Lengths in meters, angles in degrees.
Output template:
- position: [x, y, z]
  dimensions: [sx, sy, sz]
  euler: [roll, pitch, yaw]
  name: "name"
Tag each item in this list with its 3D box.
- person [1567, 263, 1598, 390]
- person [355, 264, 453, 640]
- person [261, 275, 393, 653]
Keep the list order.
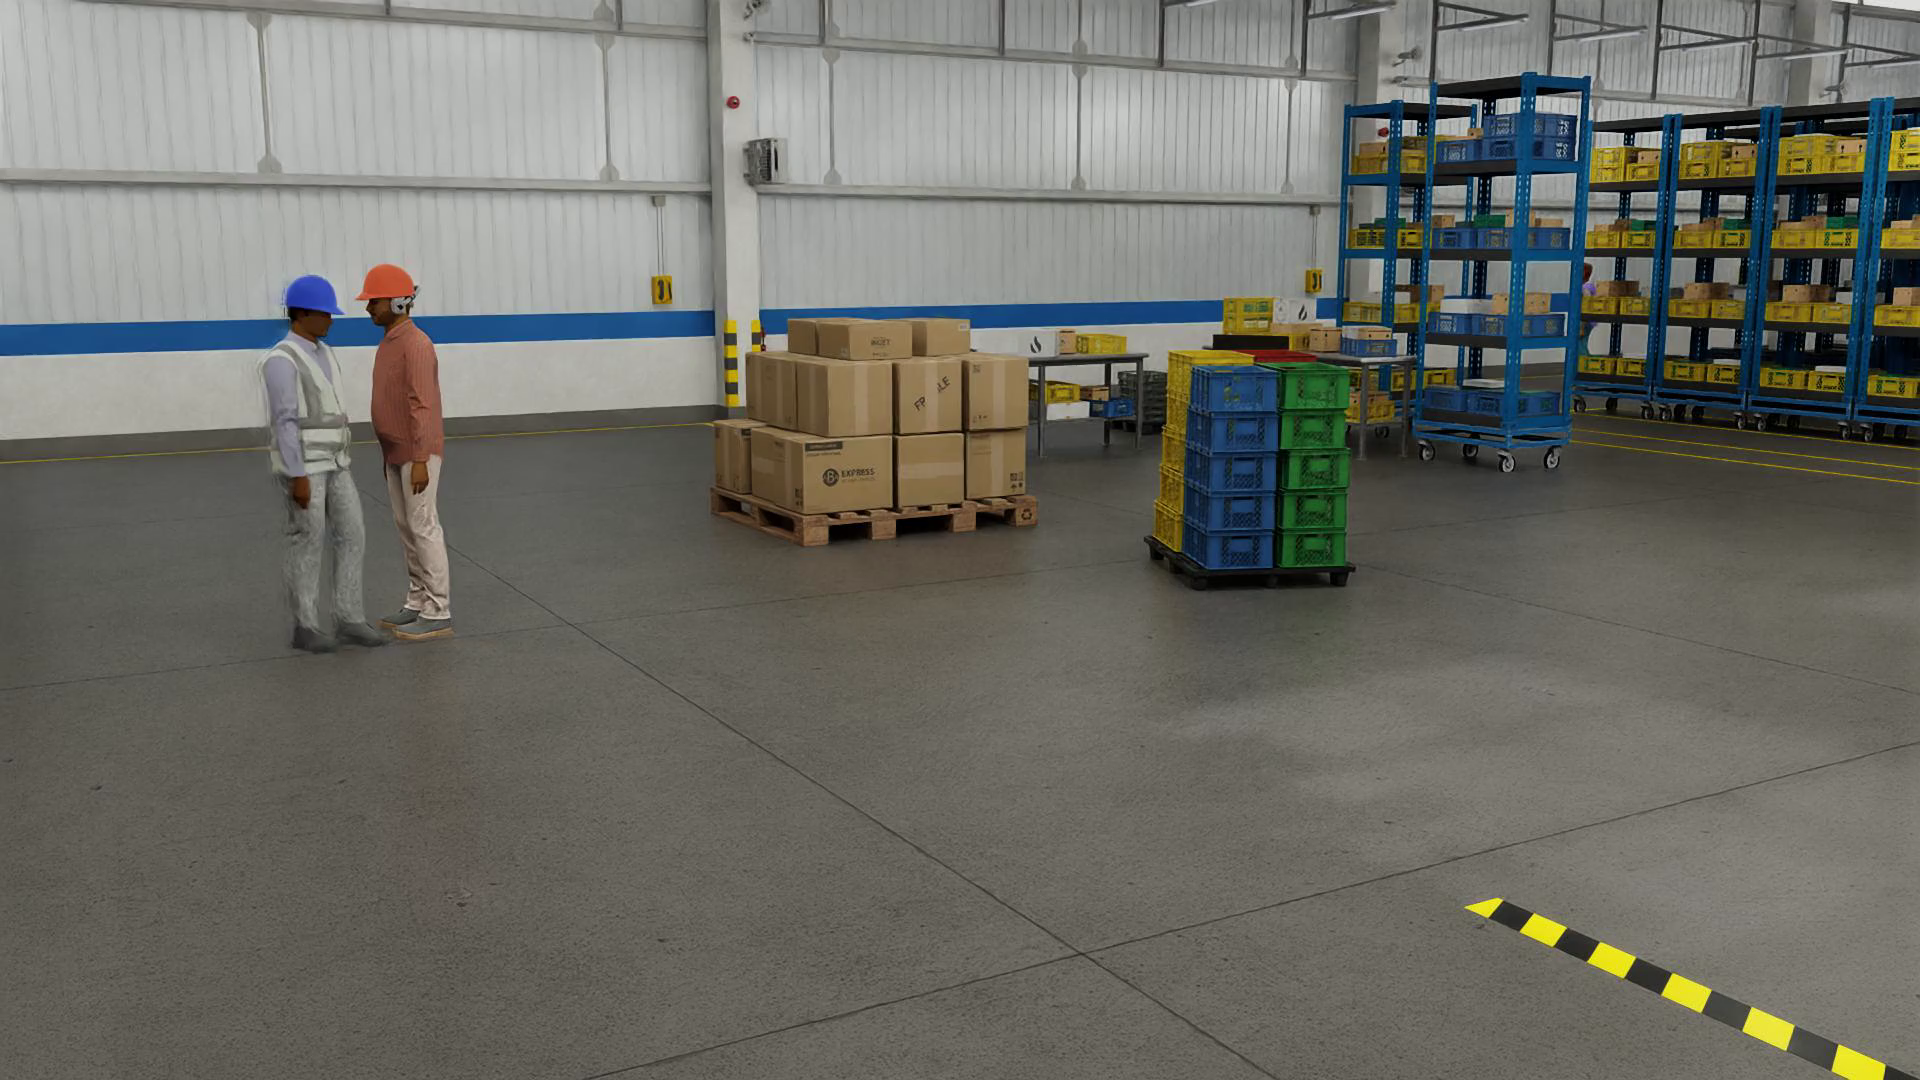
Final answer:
- position: [8.944, -3.048, 23.868]
  dimensions: [0.378, 1.842, 0.569]
  euler: [3, 10, 16]
  name: "person"
- position: [-2.961, -0.466, 8.861]
  dimensions: [0.400, 1.986, 0.608]
  euler: [-8, 13, -37]
  name: "person"
- position: [-3.248, -0.380, 8.506]
  dimensions: [0.536, 1.925, 0.660]
  euler: [1, 10, 6]
  name: "person"
